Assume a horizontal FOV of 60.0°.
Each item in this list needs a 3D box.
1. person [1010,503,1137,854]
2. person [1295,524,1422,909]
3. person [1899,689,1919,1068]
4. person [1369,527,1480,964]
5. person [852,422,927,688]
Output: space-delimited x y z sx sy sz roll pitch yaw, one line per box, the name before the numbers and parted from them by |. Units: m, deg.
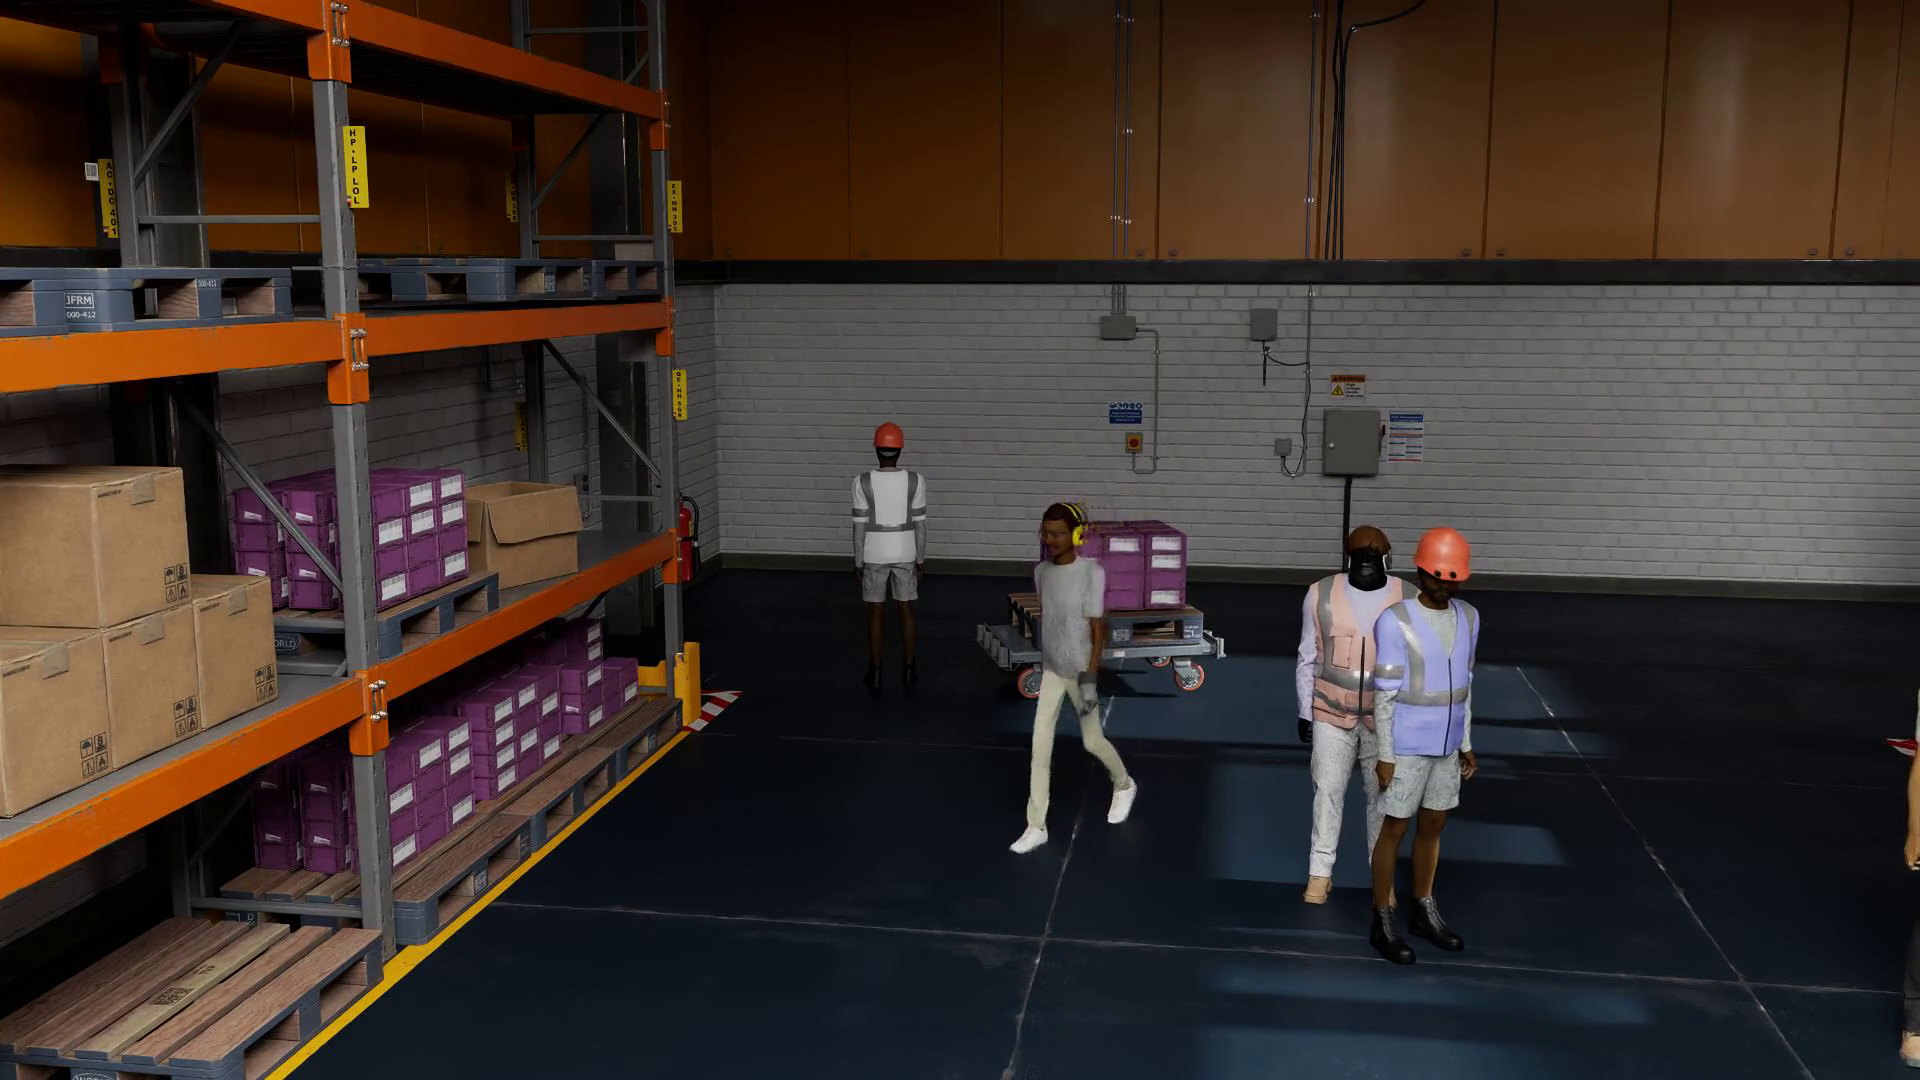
person | 0.627 0.695 8.874 0.535 1.838 0.924 8 12 40
person | 1.912 0.839 7.936 0.627 1.844 0.429 2 9 14
person | 3.852 1.108 6.271 0.517 1.842 0.327 2 10 15
person | 2.070 0.893 7.333 0.547 1.930 0.384 -5 10 -26
person | -0.518 0.112 12.125 0.546 1.938 0.360 -2 9 -10
